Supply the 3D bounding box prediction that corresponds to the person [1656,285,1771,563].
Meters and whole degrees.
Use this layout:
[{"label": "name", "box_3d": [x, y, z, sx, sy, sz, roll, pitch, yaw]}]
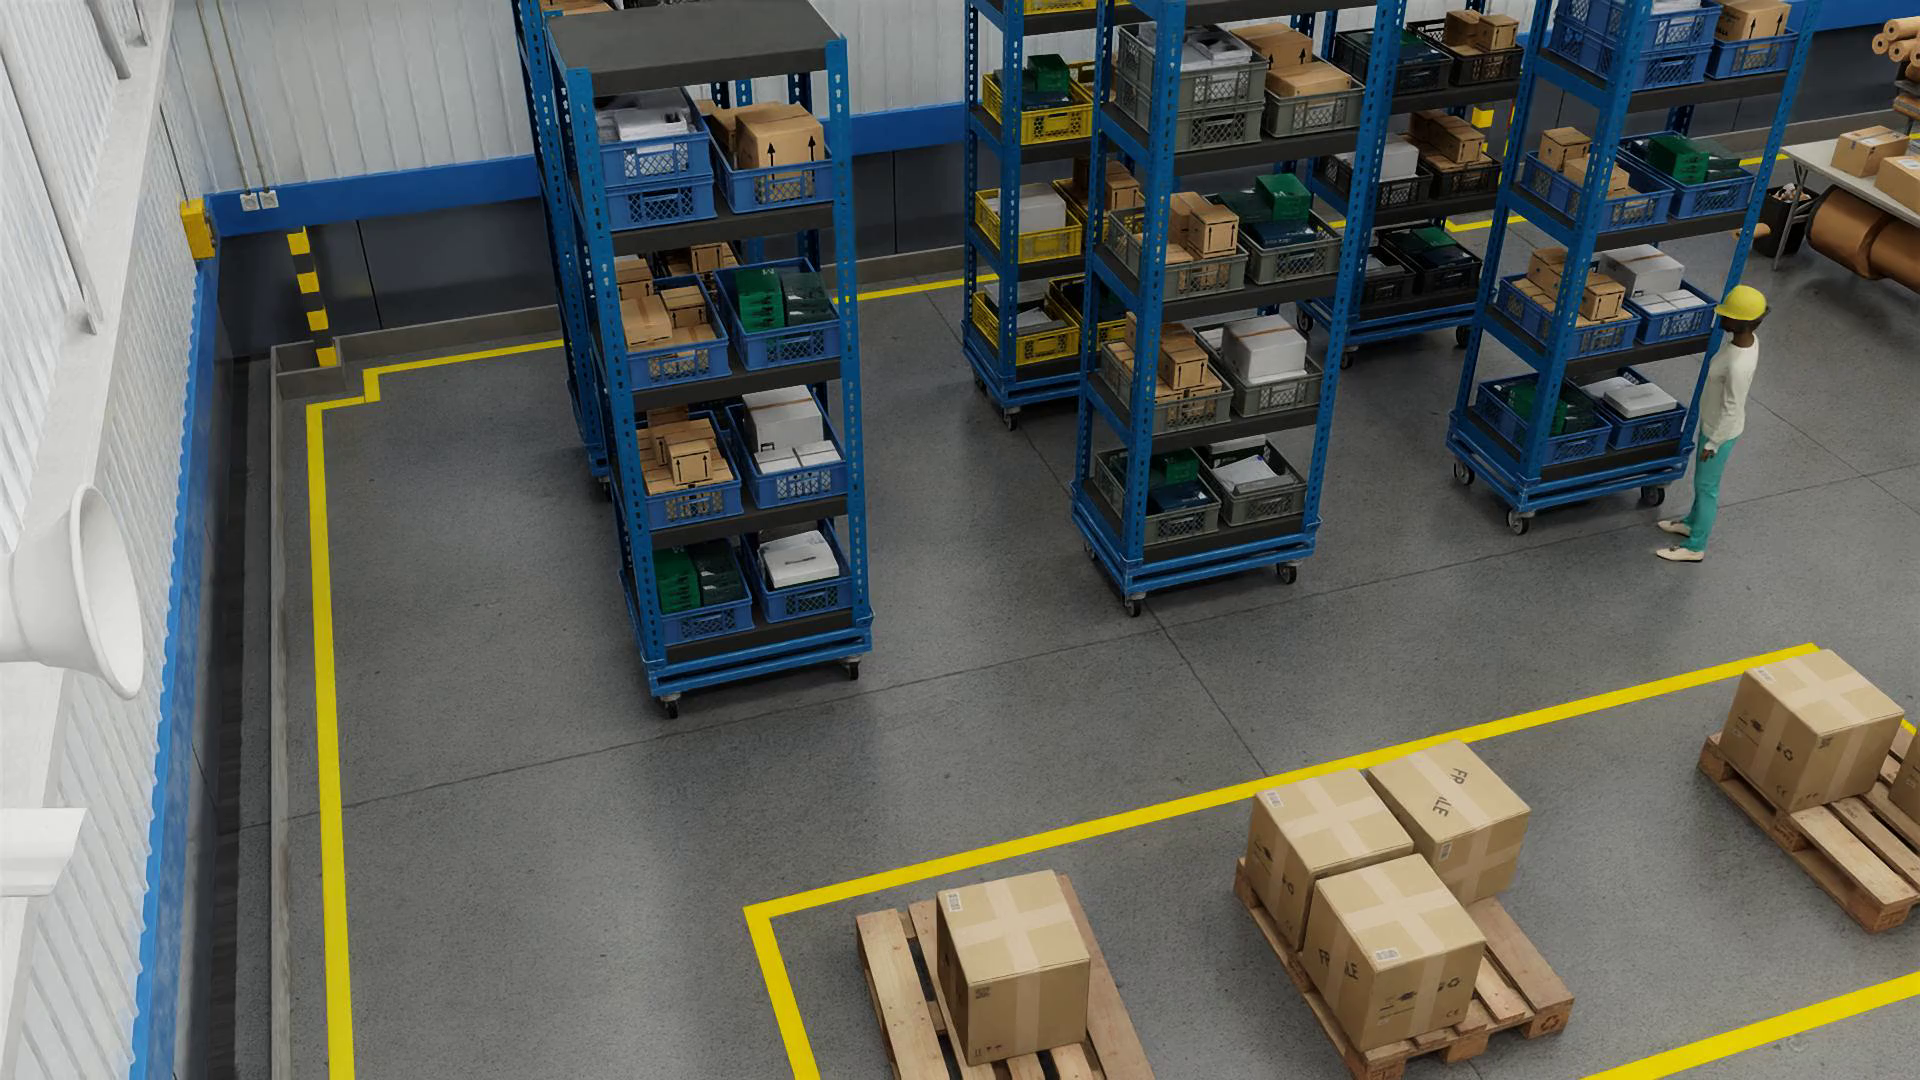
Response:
[{"label": "person", "box_3d": [4.391, -0.671, 9.709, 0.326, 1.765, 0.531, 13, 37, 18]}]
